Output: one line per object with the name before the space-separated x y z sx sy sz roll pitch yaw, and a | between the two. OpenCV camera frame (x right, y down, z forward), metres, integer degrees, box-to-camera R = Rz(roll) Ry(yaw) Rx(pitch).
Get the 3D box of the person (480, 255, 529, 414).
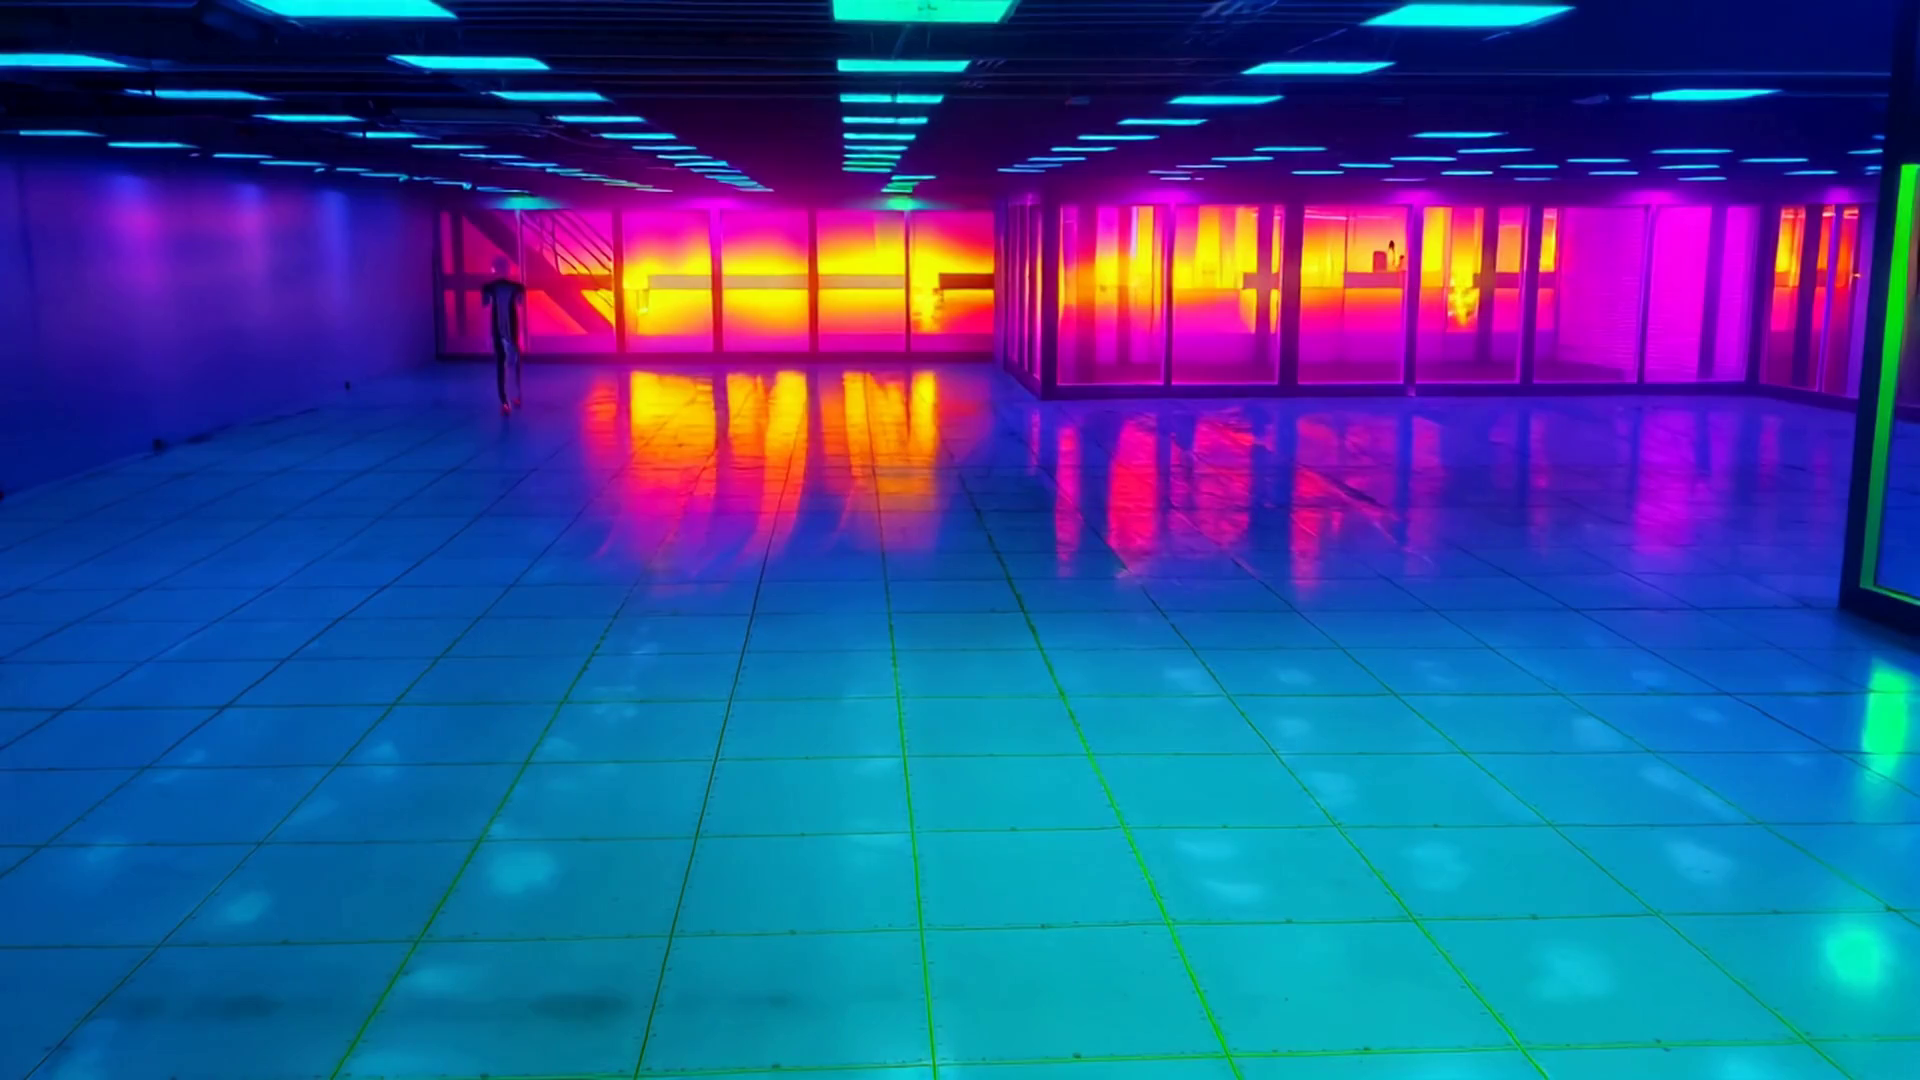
person | -5.294 -2.389 19.315 0.548 1.815 0.965 -2 11 -11
